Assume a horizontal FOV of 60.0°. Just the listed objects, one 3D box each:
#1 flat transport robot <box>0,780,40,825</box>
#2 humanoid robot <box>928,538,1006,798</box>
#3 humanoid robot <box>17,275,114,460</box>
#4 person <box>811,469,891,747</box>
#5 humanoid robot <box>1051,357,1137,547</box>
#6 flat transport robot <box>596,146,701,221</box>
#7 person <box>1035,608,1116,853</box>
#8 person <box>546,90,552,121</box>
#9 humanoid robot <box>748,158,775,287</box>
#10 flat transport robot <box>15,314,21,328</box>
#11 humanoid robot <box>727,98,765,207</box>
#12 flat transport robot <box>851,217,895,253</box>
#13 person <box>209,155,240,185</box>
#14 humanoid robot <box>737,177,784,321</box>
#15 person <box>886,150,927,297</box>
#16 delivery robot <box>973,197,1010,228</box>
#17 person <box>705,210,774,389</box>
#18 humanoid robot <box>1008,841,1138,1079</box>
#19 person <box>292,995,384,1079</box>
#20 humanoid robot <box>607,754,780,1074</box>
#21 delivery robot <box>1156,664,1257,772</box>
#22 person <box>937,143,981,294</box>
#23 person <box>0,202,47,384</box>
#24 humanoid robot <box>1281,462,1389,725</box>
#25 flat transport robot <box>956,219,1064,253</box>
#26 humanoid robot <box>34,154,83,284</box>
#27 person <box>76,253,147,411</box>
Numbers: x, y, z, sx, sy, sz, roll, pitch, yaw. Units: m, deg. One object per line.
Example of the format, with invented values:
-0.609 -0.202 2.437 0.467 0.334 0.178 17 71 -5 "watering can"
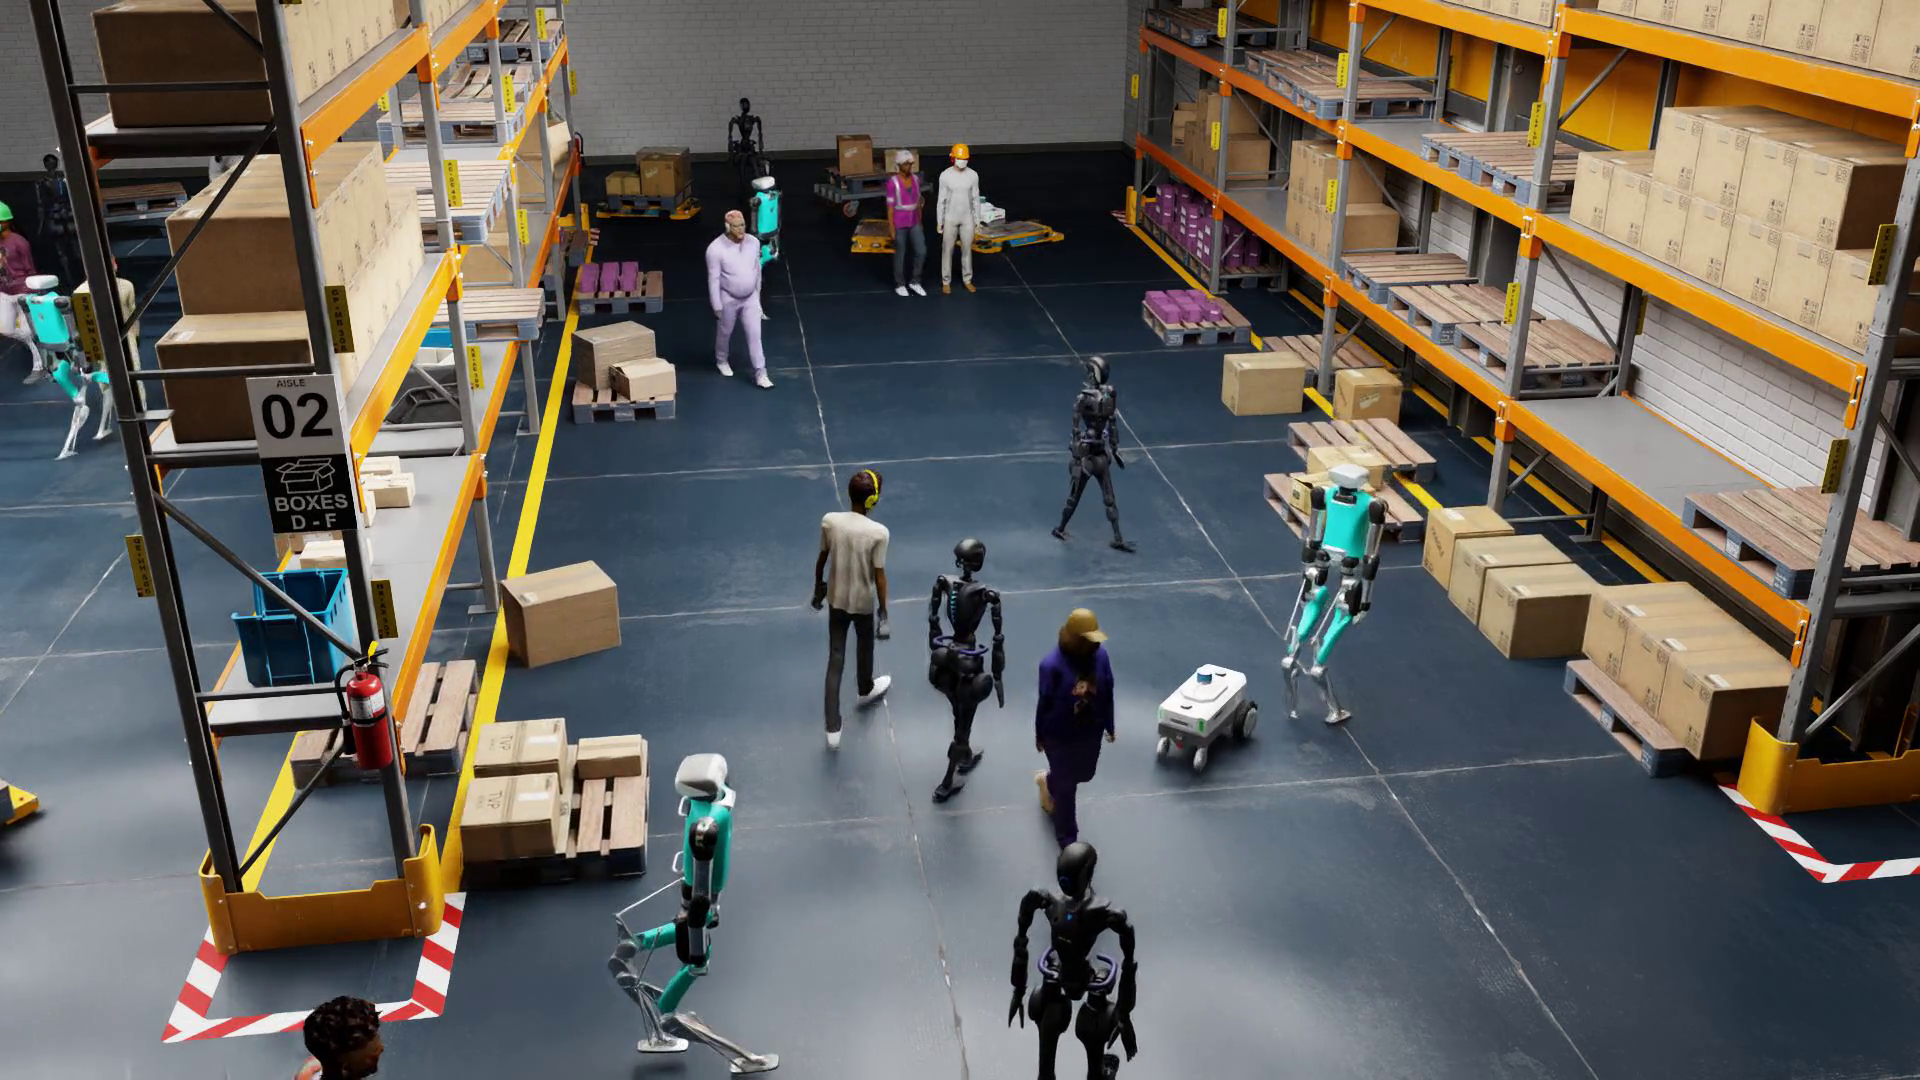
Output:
-6.249 1.746 9.699 0.659 0.231 1.431 13 27 27 "flat transport robot"
0.050 0.763 10.206 0.587 1.630 0.670 16 28 32 "humanoid robot"
-8.317 -1.672 15.694 0.544 1.795 0.858 6 24 13 "humanoid robot"
-0.701 0.393 10.860 0.626 1.806 0.916 9 25 19 "person"
1.107 -0.705 13.582 0.771 1.624 0.599 20 31 38 "humanoid robot"
-4.694 -5.004 25.079 1.431 0.231 0.659 2 24 5 "flat transport robot"
0.621 1.066 9.599 0.471 1.593 0.716 -11 26 -23 "person"
-6.661 -6.604 27.025 0.434 1.621 0.530 -5 24 -12 "person"
-2.527 -4.044 21.148 0.410 1.632 0.598 5 24 11 "humanoid robot"
-11.768 -2.542 19.470 1.431 0.231 0.659 -12 26 -25 "flat transport robot"
-3.245 -5.890 25.352 0.616 1.636 0.517 -12 26 -25 "humanoid robot"
-1.142 -4.295 23.463 0.659 0.231 1.431 1 24 2 "flat transport robot"
-11.332 -5.960 25.338 0.848 1.806 0.644 5 24 12 "person"
-2.446 -3.372 19.672 0.748 1.893 0.542 15 28 30 "humanoid robot"
-0.636 -3.903 20.624 0.543 1.829 0.612 -13 27 -28 "person"
0.340 -4.599 23.820 0.509 0.610 0.781 -19 30 -36 "delivery robot"
-2.337 -2.547 17.505 0.659 1.851 1.022 -15 28 -31 "person"
0.529 2.009 7.414 0.616 1.646 0.727 9 25 20 "humanoid robot"
-2.069 2.437 6.054 0.737 1.942 0.608 -18 30 -35 "person"
-1.341 1.792 7.775 0.940 1.763 0.545 0 24 0 "humanoid robot"
1.589 1.109 10.819 0.499 0.614 0.797 15 28 30 "delivery robot"
-0.014 -4.028 20.849 0.567 1.889 0.393 -4 24 -10 "person"
-9.957 -2.627 17.589 0.511 1.935 0.478 7 25 15 "person"
2.377 0.423 10.920 0.536 1.783 0.785 17 29 34 "humanoid robot"
0.711 -4.267 23.400 1.431 0.231 0.659 -16 29 -33 "flat transport robot"
-11.440 -4.075 21.221 0.507 1.642 0.610 17 29 33 "humanoid robot"
-8.436 -2.063 16.558 0.557 1.719 0.750 -21 31 -39 "person"
